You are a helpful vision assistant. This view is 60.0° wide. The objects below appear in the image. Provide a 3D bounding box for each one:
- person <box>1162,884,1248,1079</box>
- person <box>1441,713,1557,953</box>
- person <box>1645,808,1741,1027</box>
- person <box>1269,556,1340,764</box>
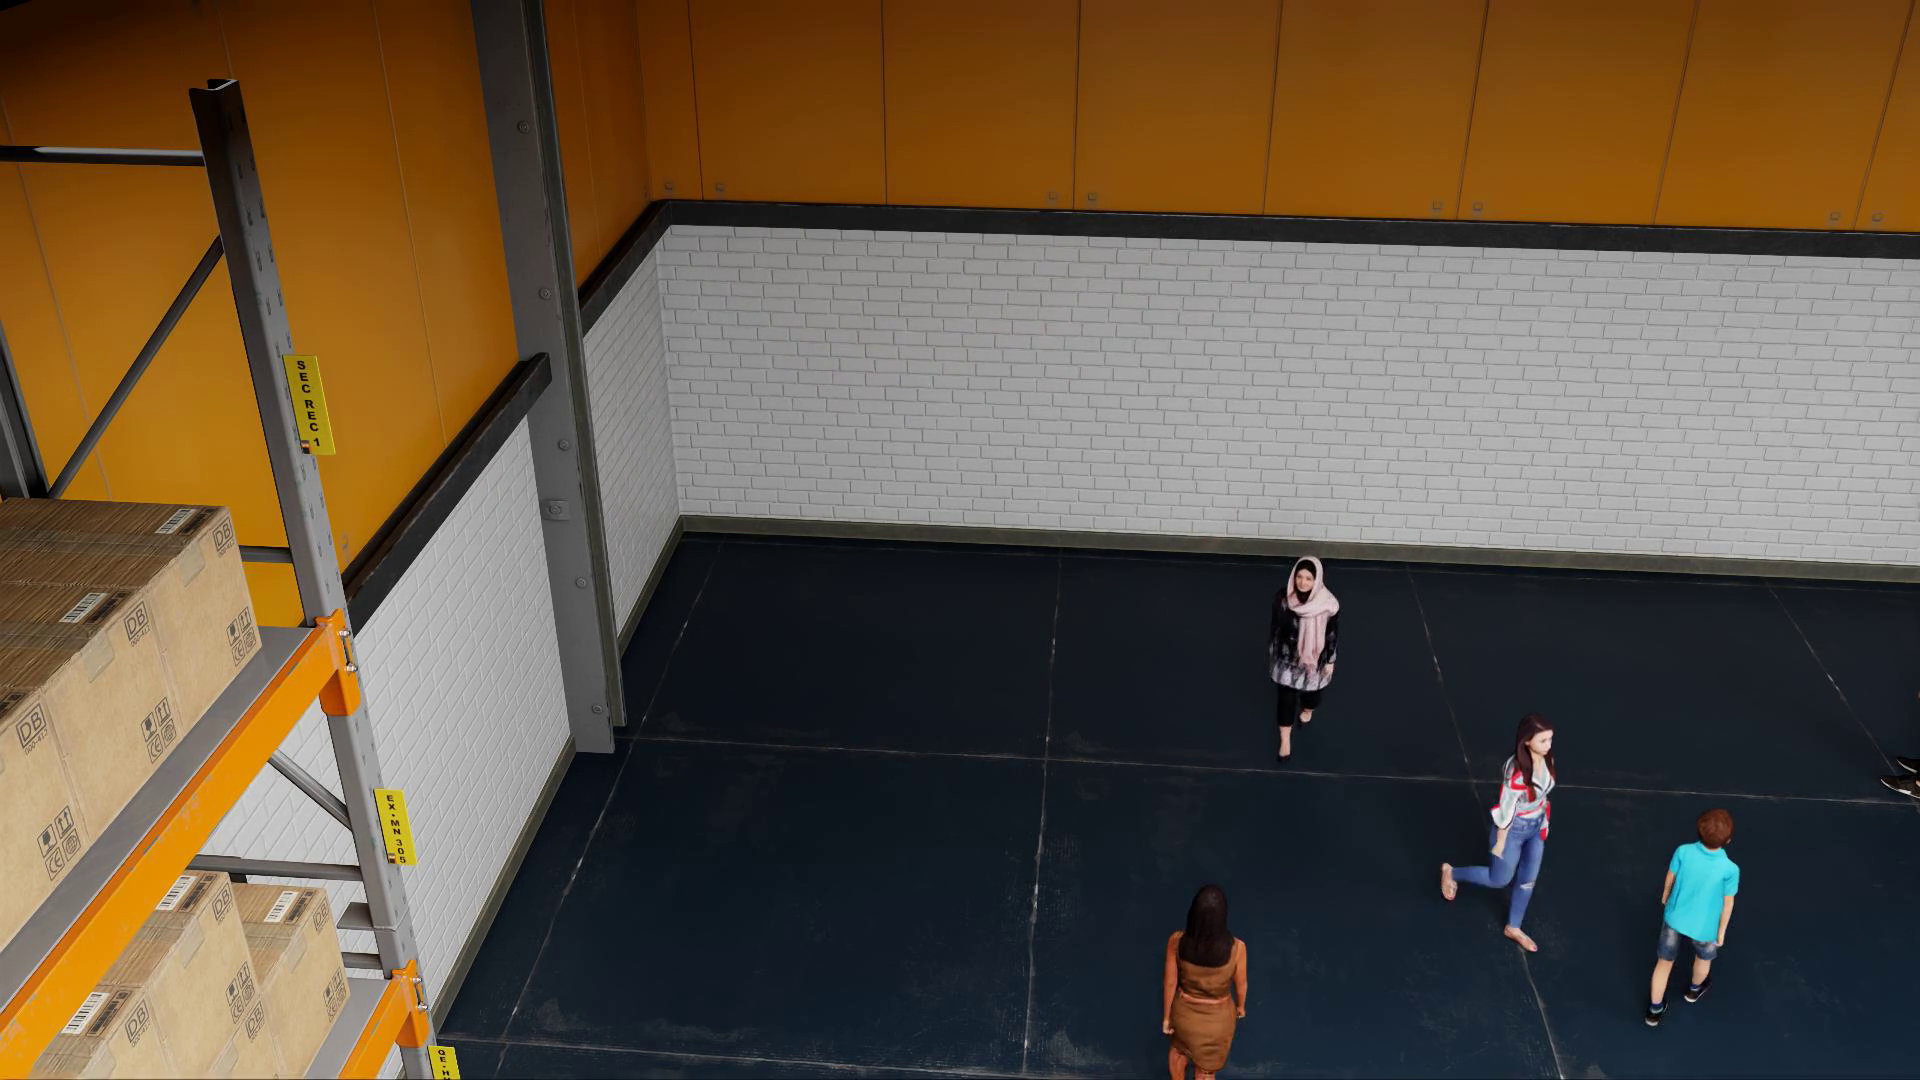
[{"bbox_3d":[1.221,2.503,8.465,0.625,1.673,0.678,8,30,15],"label":"person"},{"bbox_3d":[3.287,1.706,10.004,0.933,1.597,1.009,-21,35,-33],"label":"person"},{"bbox_3d":[4.096,2.159,9.349,0.774,1.430,0.886,21,35,33],"label":"person"},{"bbox_3d":[2.415,0.781,11.673,0.737,1.623,0.861,11,31,20],"label":"person"}]
